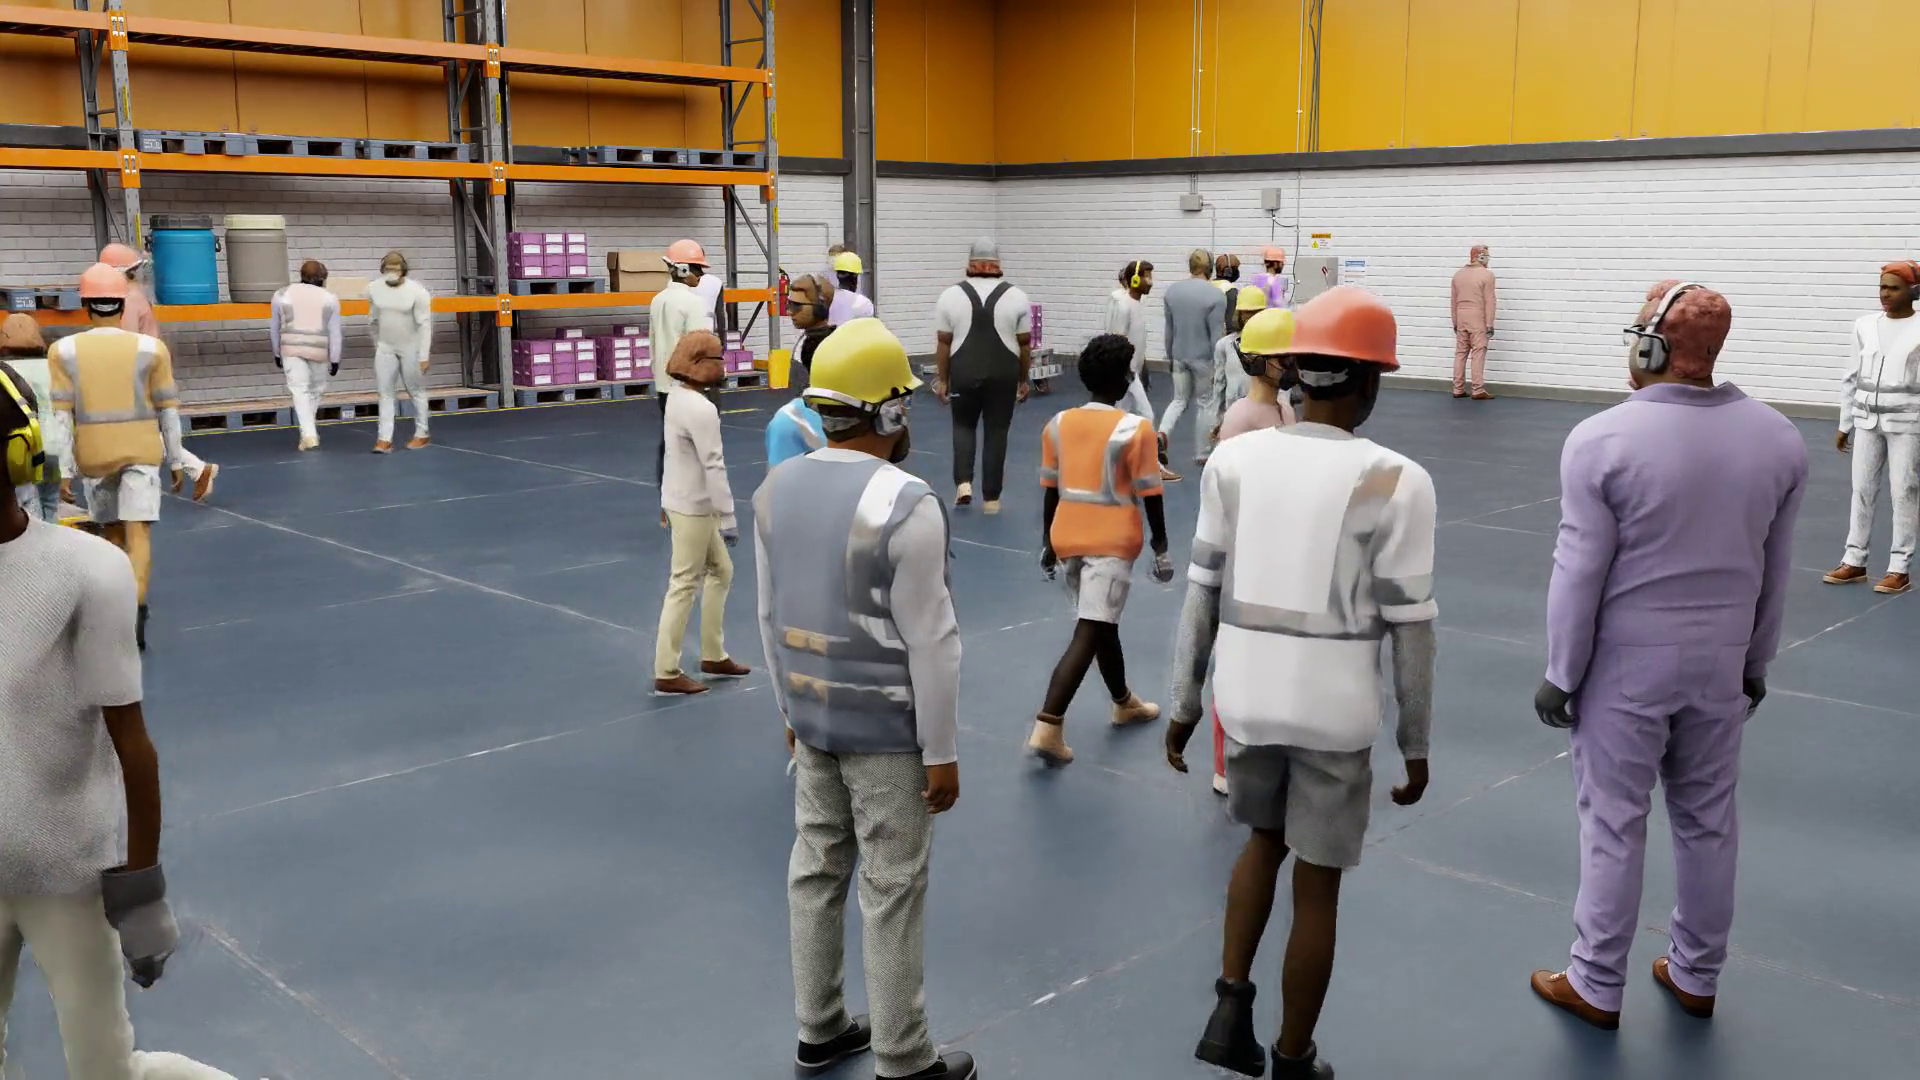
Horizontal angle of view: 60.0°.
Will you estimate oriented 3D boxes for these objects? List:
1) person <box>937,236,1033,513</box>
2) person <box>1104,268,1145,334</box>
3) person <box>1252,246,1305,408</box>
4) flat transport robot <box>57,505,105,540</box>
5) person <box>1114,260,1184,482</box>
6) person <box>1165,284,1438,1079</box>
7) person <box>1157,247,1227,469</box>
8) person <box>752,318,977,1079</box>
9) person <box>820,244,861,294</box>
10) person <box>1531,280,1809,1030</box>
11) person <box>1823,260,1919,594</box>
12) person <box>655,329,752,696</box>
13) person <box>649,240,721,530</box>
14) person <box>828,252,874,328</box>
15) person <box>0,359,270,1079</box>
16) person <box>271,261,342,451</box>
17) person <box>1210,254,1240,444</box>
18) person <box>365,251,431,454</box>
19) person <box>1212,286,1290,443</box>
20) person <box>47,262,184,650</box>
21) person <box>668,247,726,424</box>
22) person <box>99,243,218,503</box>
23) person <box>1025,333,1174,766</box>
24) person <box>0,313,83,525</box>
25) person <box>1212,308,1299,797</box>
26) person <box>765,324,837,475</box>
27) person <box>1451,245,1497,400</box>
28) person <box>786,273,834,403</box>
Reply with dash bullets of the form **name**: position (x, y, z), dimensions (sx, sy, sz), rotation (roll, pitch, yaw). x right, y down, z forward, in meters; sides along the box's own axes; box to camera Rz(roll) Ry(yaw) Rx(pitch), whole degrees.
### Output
- **person**: position (0.190, -1.213, 12.158), dimensions (0.696, 2.000, 0.537), rotation (1, 10, 3)
- **person**: position (2.066, -2.558, 20.638), dimensions (0.513, 1.614, 0.742), rotation (-4, 11, -23)
- **person**: position (3.628, -2.397, 19.010), dimensions (0.958, 1.890, 0.567), rotation (-3, 11, -14)
- **flat transport robot**: position (-6.170, -0.100, 10.916), dimensions (0.652, 0.197, 1.431), rotation (-10, 15, -44)
- **person**: position (1.387, -1.405, 13.795), dimensions (0.945, 1.829, 0.555), rotation (4, 11, 20)
- **person**: position (0.782, 0.384, 3.805), dimensions (0.617, 1.910, 0.486), rotation (7, 13, 35)
- **person**: position (1.974, -1.542, 14.270), dimensions (0.633, 1.923, 0.707), rotation (9, 14, 40)
- **person**: position (-0.211, 0.407, 3.879), dimensions (0.592, 1.837, 0.404), rotation (10, 14, 42)
- **person**: position (-1.475, -2.780, 21.065), dimensions (0.635, 1.923, 0.689), rotation (7, 12, 32)
- **person**: position (1.774, 0.302, 4.253), dimensions (0.641, 1.913, 0.407), rotation (-2, 11, -11)
- **person**: position (5.285, -0.641, 9.463), dimensions (0.337, 1.882, 0.585), rotation (-6, 12, -30)
- **person**: position (-1.110, -0.117, 7.348), dimensions (0.617, 1.609, 0.525), rotation (-4, 11, -23)
- **person**: position (-1.892, -1.056, 11.440), dimensions (0.392, 1.990, 0.612), rotation (-9, 14, -40)
- **person**: position (-0.989, -1.470, 13.975), dimensions (0.585, 1.891, 0.955), rotation (4, 11, 18)
- **person**: position (-1.612, 0.574, 2.971), dimensions (0.527, 1.843, 0.816), rotation (3, 11, 13)
- **person**: position (-6.206, -1.751, 15.820), dimensions (0.631, 1.785, 0.847), rotation (-5, 12, -26)
- **person**: position (2.574, -1.864, 16.250), dimensions (0.430, 1.844, 0.624), rotation (-3, 11, -16)
- **person**: position (-5.224, -1.736, 15.484), dimensions (0.657, 1.866, 0.942), rotation (1, 10, 5)
- **person**: position (1.844, -0.758, 10.609), dimensions (0.524, 1.694, 0.897), rotation (4, 11, 20)
- **person**: position (-4.168, -0.421, 8.243), dimensions (0.555, 1.895, 0.999), rotation (-4, 11, -19)
- **person**: position (-2.792, -2.157, 17.654), dimensions (0.611, 1.916, 0.413), rotation (-3, 11, -13)
- **person**: position (-5.988, -1.185, 12.215), dimensions (0.812, 1.969, 0.618), rotation (-5, 11, -25)
- **person**: position (0.531, 0.024, 6.489), dimensions (0.899, 1.648, 0.543), rotation (-10, 14, -43)
- **person**: position (-5.243, -0.482, 9.393), dimensions (0.511, 1.593, 0.839), rotation (-9, 14, -40)
- **person**: position (1.094, 0.056, 5.988), dimensions (0.310, 1.769, 0.525), rotation (6, 12, 28)
- **person**: position (-0.554, -0.020, 6.636), dimensions (0.438, 1.679, 0.593), rotation (9, 14, 40)
- **person**: position (6.381, -2.694, 20.610), dimensions (0.399, 1.905, 0.642), rotation (-6, 12, -31)
- **person**: position (-0.735, -0.427, 8.445), dimensions (0.405, 1.832, 0.540), rotation (-6, 12, -28)
